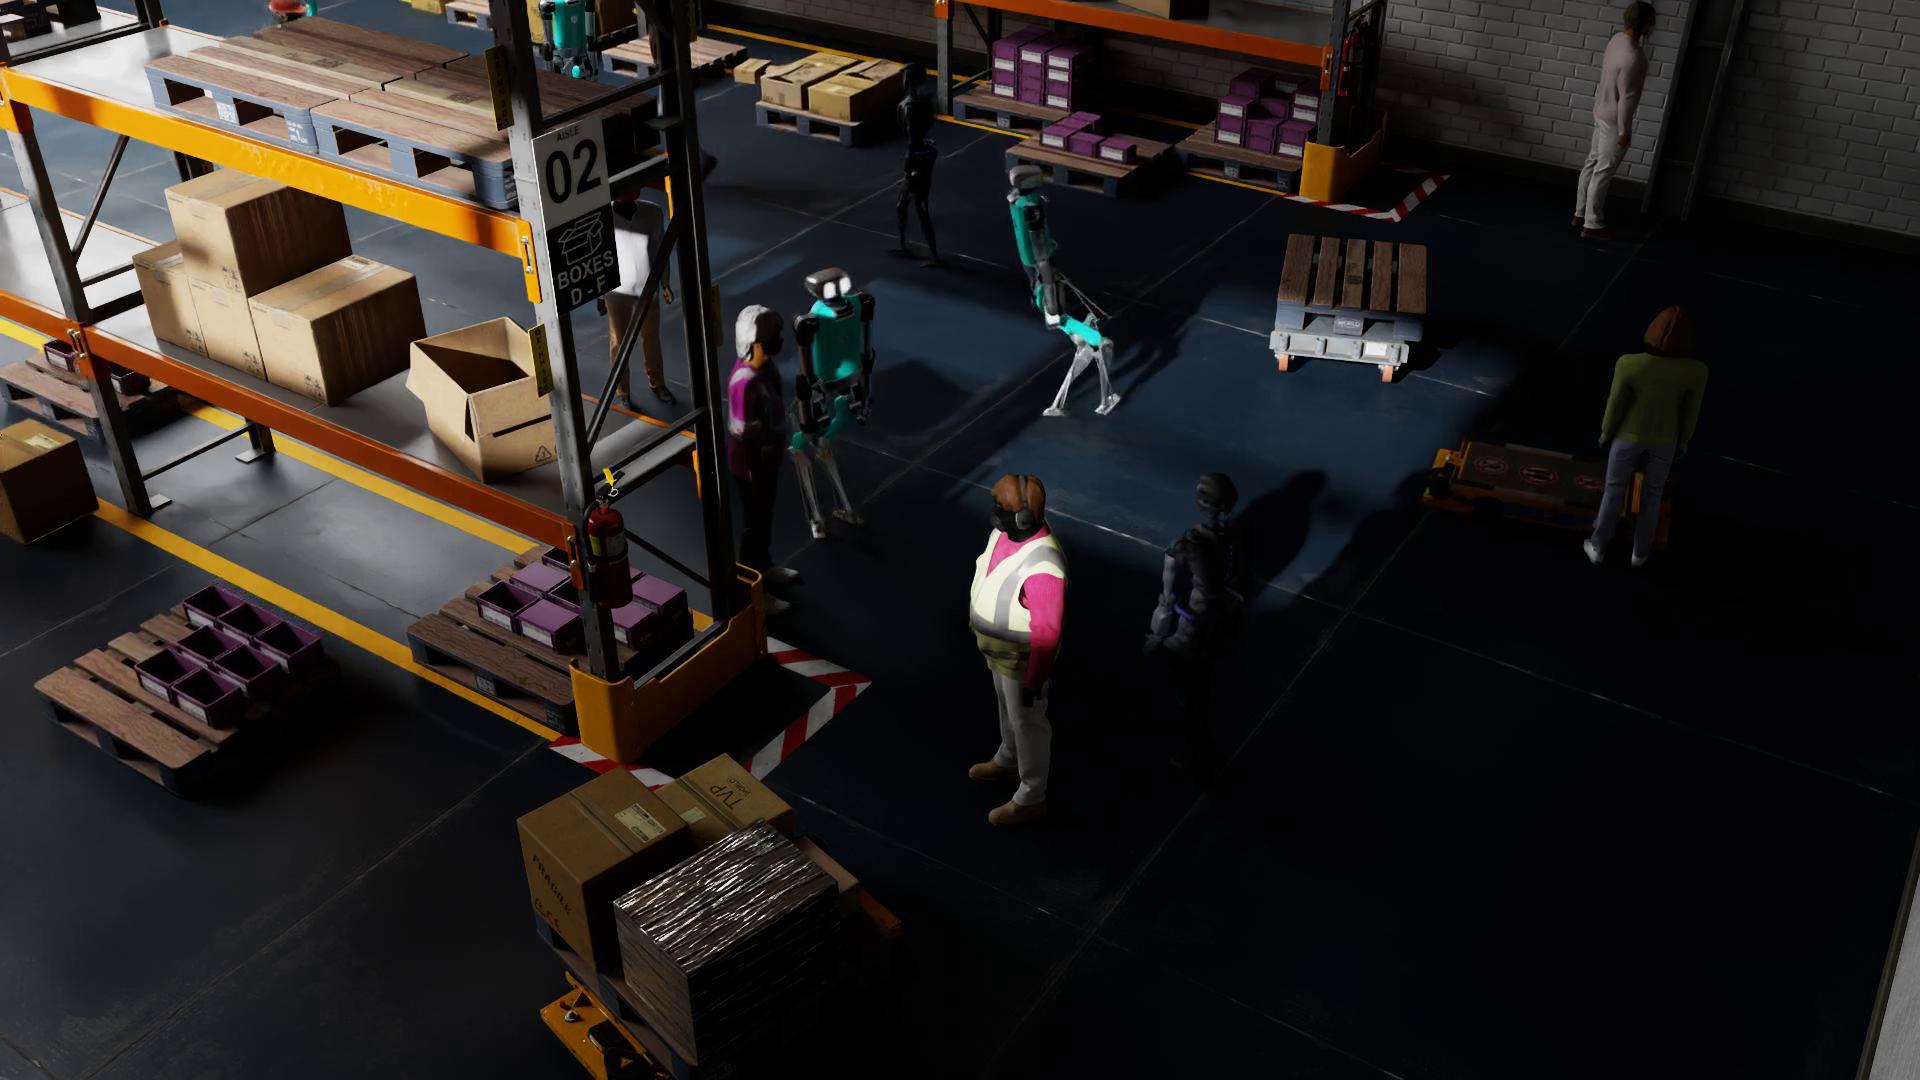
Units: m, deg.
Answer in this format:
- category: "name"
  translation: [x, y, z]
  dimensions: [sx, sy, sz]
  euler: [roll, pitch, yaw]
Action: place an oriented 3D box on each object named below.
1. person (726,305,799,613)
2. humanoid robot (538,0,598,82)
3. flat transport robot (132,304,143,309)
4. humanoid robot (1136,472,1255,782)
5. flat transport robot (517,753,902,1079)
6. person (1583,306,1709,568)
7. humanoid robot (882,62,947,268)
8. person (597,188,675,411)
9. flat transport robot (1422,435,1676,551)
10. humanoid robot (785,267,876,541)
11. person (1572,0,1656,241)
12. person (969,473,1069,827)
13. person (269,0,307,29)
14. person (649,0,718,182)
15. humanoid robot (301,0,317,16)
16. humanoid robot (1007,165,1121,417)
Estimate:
- category: "person"
  translation: [-1.094, -0.445, 9.122]
  dimensions: [0.347, 1.837, 0.508]
  euler: [4, 33, 6]
- category: "humanoid robot"
  translation: [-3.597, -4.296, 15.007]
  dimensions: [0.533, 1.677, 0.735]
  euler: [-26, 41, -33]
- category: "flat transport robot"
  translation: [-6.462, -2.021, 12.979]
  dimensions: [1.431, 0.231, 0.659]
  euler: [20, 38, 28]
- category: "humanoid robot"
  translation: [1.126, 0.408, 7.960]
  dimensions: [0.591, 1.650, 0.423]
  euler: [-19, 38, -27]
- category: "flat transport robot"
  translation: [-0.999, 1.806, 7.097]
  dimensions: [1.431, 0.231, 0.659]
  euler: [-26, 41, -34]
- category: "person"
  translation: [3.911, -0.571, 9.496]
  dimensions: [0.506, 1.631, 0.264]
  euler: [8, 34, 11]
- category: "humanoid robot"
  translation: [-0.381, -2.942, 13.115]
  dimensions: [0.550, 1.642, 0.589]
  euler: [3, 33, 4]
- category: "person"
  translation: [-2.184, -1.688, 11.114]
  dimensions: [0.560, 1.742, 0.335]
  euler: [-17, 37, -24]
- category: "flat transport robot"
  translation: [3.660, -0.303, 10.339]
  dimensions: [1.431, 0.231, 0.659]
  euler: [13, 35, 19]
- category: "humanoid robot"
  translation: [-0.839, -0.831, 9.771]
  dimensions: [0.543, 1.750, 0.697]
  euler: [-26, 41, -34]
- category: "person"
  translation: [5.371, -3.433, 13.621]
  dimensions: [0.373, 1.940, 0.629]
  euler: [2, 33, 3]
- category: "person"
  translation: [0.256, 0.497, 7.667]
  dimensions: [0.429, 1.842, 0.632]
  euler: [-8, 34, -12]
- category: "person"
  translation: [-5.714, -3.946, 14.601]
  dimensions: [0.765, 1.718, 0.586]
  euler: [-2, 33, -2]
- category: "person"
  translation: [-2.510, -3.974, 14.461]
  dimensions: [0.543, 1.927, 0.533]
  euler: [-7, 34, -10]
- category: "humanoid robot"
  translation: [-6.959, -5.965, 17.742]
  dimensions: [1.049, 1.760, 0.532]
  euler: [24, 40, 32]
- category: "humanoid robot"
  translation: [0.785, -1.625, 11.066]
  dimensions: [0.956, 1.783, 0.583]
  euler: [-3, 33, -5]
